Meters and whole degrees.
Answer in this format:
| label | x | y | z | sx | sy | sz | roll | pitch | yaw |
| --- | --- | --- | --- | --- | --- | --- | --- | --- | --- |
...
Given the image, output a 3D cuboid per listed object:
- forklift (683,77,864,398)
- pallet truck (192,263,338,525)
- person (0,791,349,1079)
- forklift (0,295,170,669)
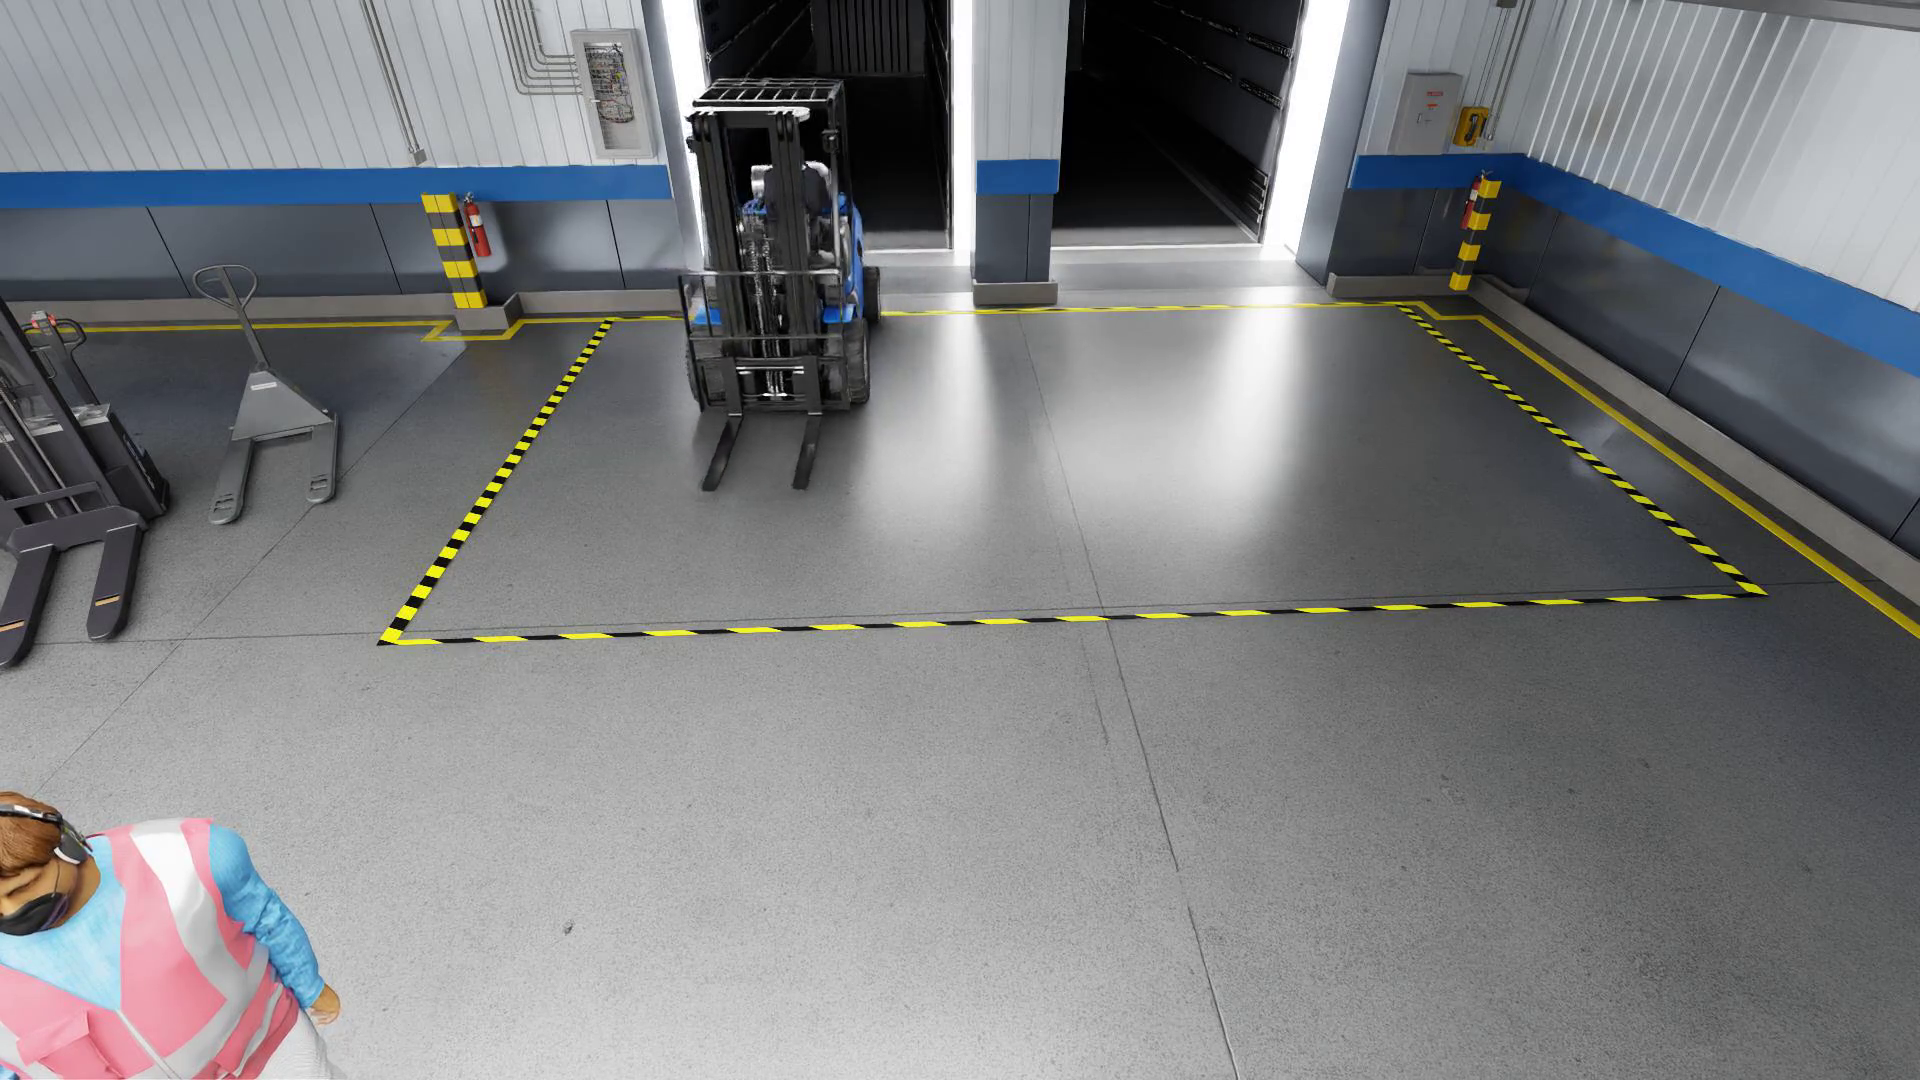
| label | x | y | z | sx | sy | sz | roll | pitch | yaw |
| --- | --- | --- | --- | --- | --- | --- | --- | --- | --- |
| forklift | -1.406 | -2.520 | 7.296 | 1.157 | 2.036 | 2.680 | -1 | 35 | -1 |
| pallet truck | -4.778 | -1.027 | 6.128 | 0.680 | 1.201 | 1.601 | -17 | 38 | -23 |
| person | -1.905 | 1.286 | 2.277 | 0.429 | 1.843 | 0.628 | 28 | 44 | 34 |
| forklift | -5.212 | -0.618 | 4.878 | 0.823 | 1.965 | 1.885 | -20 | 39 | -26 |
